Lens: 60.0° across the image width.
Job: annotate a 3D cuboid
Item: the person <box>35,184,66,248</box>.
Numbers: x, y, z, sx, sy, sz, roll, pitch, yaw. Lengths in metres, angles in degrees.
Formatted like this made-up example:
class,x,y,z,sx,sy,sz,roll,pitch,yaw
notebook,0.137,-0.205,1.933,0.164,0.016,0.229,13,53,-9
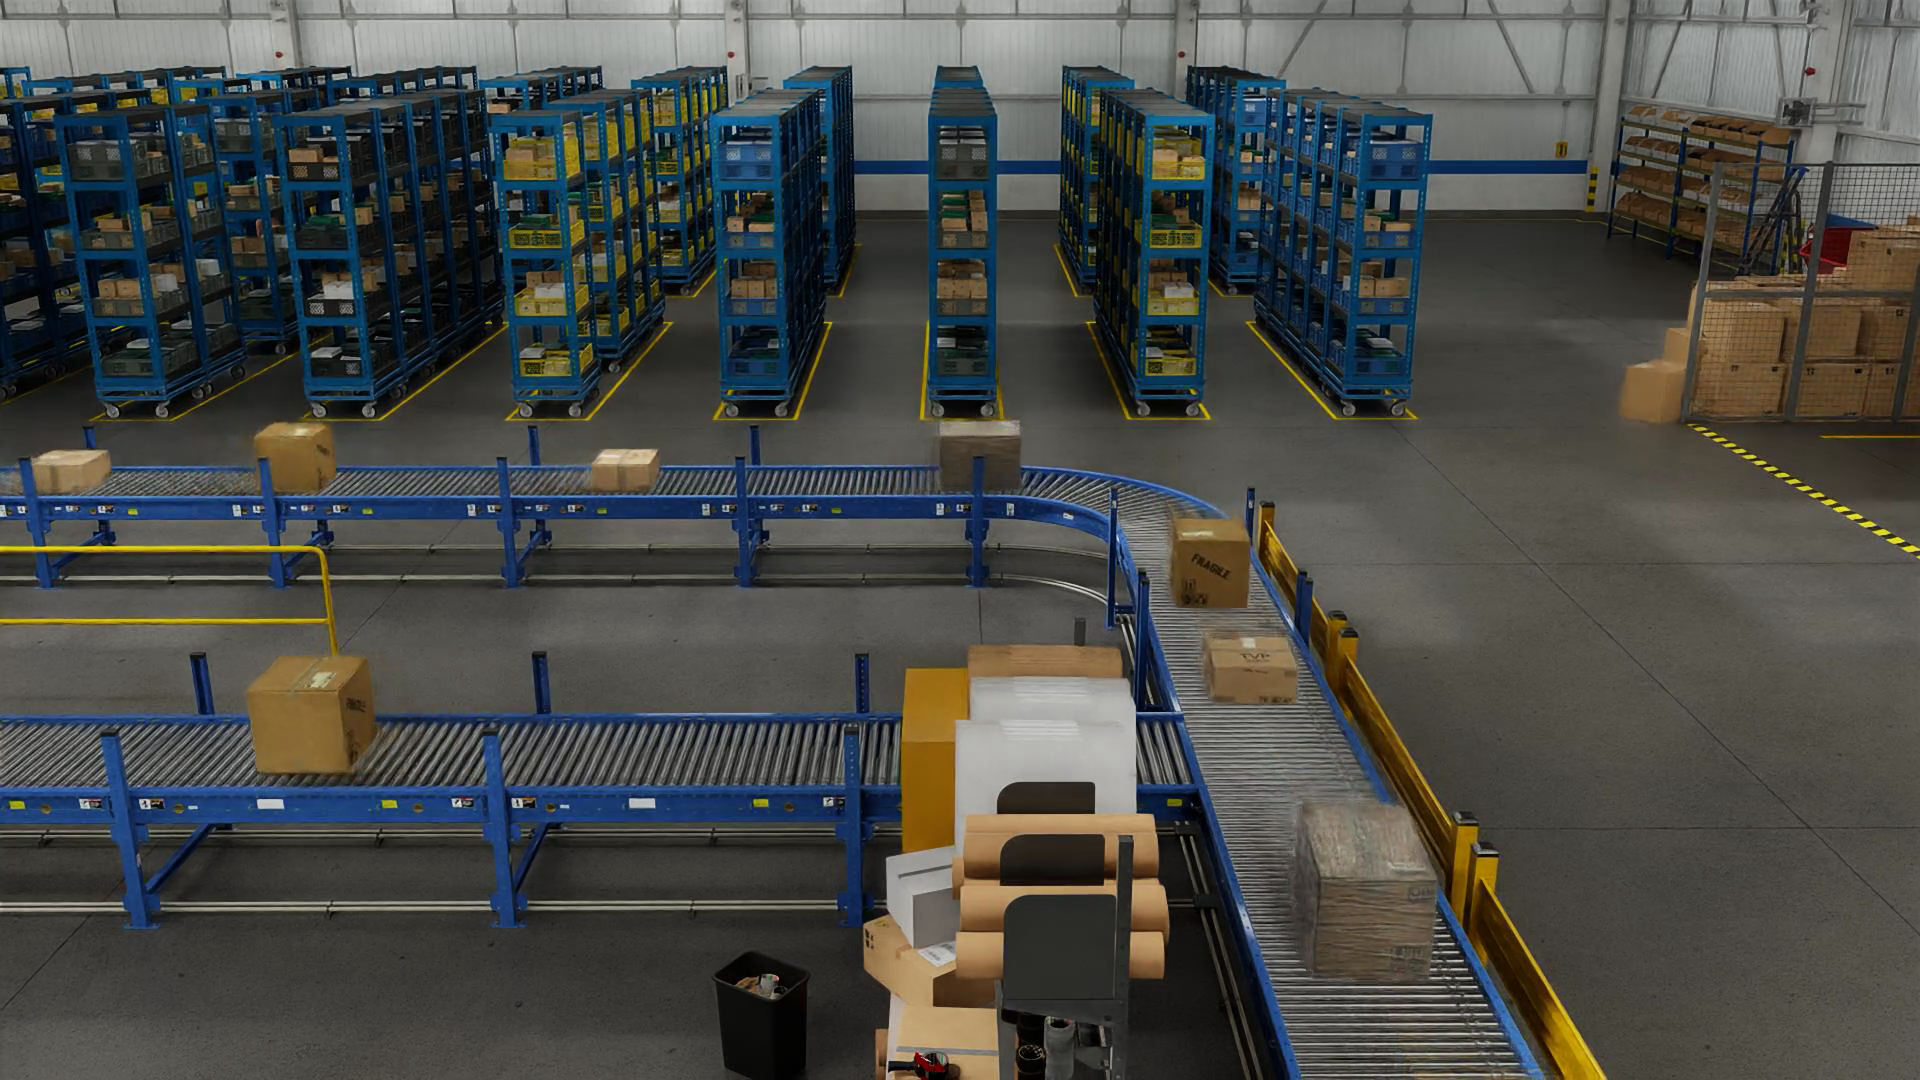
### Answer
class,x,y,z,sx,sy,sz,roll,pitch,yaw
person,-16.081,-5.418,29.459,0.591,1.787,0.927,-2,18,-6

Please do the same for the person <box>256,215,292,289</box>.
class,x,y,z,sx,sy,sz,roll,pitch,yaw
person,-10.661,-4.426,26.045,0.391,1.995,0.613,14,23,37

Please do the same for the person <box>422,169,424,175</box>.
class,x,y,z,sx,sy,sz,roll,pitch,yaw
person,-11.608,-7.609,36.146,0.824,1.815,0.571,-1,18,-4
